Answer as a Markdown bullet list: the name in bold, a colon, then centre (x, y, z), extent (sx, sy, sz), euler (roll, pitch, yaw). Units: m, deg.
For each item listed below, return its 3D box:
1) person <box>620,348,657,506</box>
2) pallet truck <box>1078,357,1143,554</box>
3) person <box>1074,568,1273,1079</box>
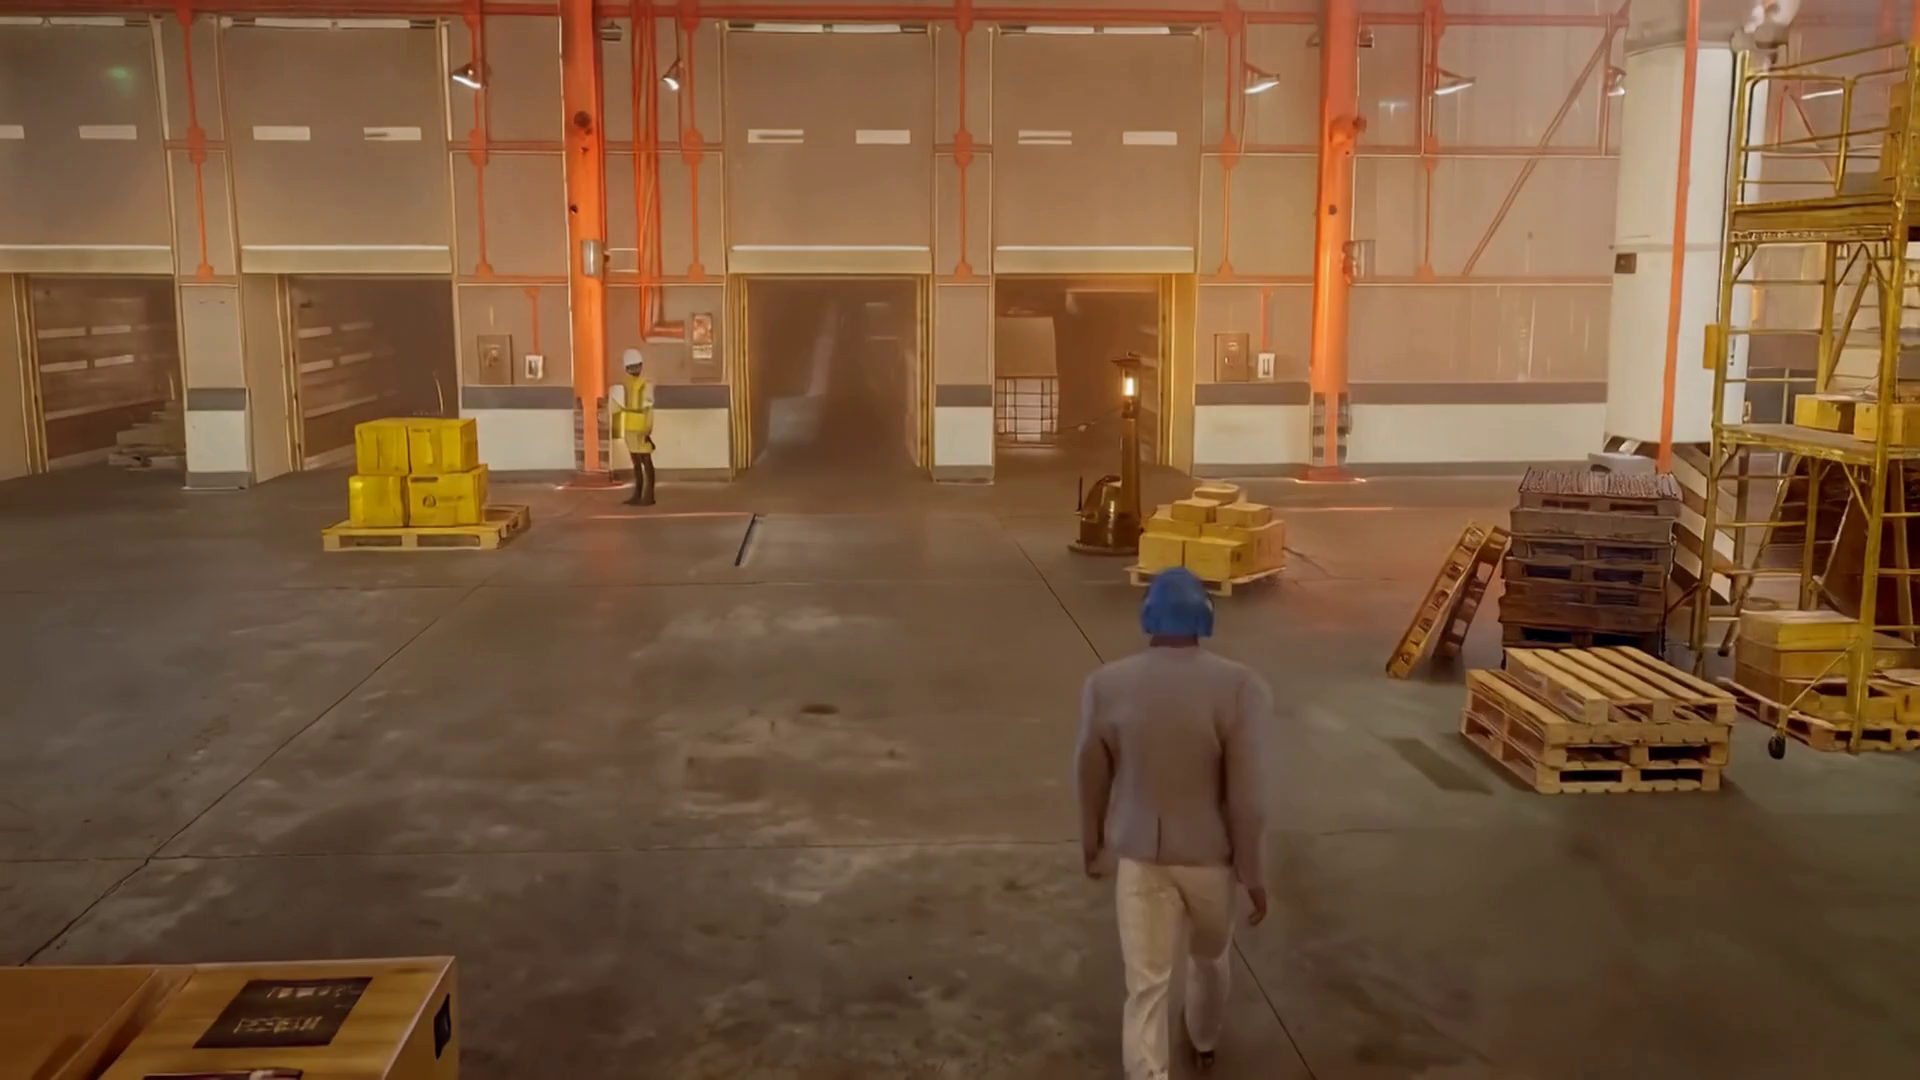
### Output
- **person**: centre (-3.966, -1.384, 20.427), extent (0.388, 1.930, 0.544), euler (-9, 12, -43)
- **pallet truck**: centre (2.088, -0.836, 16.757), extent (1.885, 1.965, 0.823), euler (2, 9, 13)
- **person**: centre (0.695, 1.029, 5.488), extent (0.640, 1.855, 1.082), euler (1, 9, 8)
